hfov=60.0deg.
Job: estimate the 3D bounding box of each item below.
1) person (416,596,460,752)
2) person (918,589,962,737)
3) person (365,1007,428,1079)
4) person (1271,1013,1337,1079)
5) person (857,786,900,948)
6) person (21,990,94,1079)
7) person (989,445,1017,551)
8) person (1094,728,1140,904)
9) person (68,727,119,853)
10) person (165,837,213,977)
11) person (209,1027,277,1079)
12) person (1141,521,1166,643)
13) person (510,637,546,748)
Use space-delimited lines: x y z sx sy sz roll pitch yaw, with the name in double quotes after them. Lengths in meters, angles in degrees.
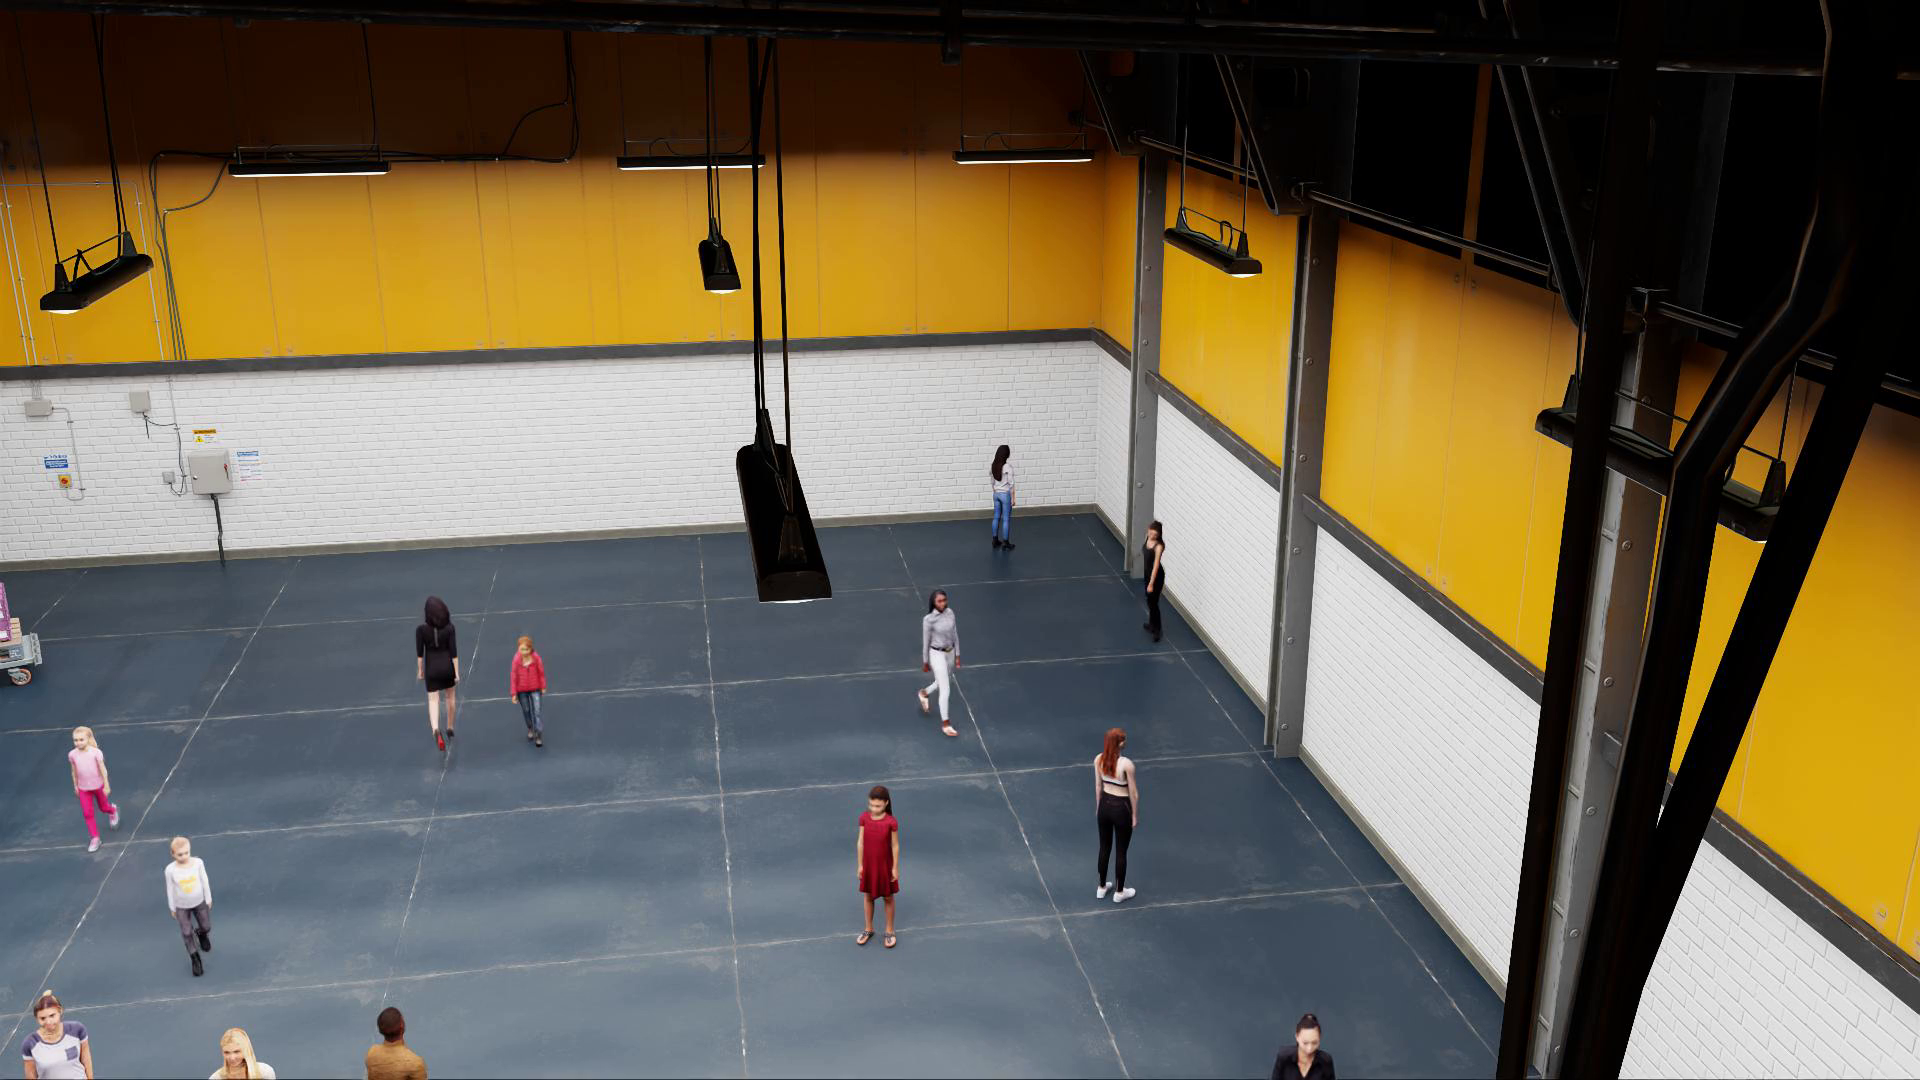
-5.802 1.540 18.564 0.646 1.777 1.046 -5 19 -14 "person"
-0.255 1.362 19.220 0.943 1.695 1.192 -14 23 -36 "person"
-3.794 4.007 11.196 0.909 1.803 1.017 8 20 21 "person"
2.329 3.988 11.457 0.782 1.673 1.067 2 19 5 "person"
-0.728 2.889 14.904 0.639 1.556 0.698 4 19 11 "person"
-6.317 3.925 11.718 0.669 1.625 0.677 -13 23 -34 "person"
0.646 -0.663 25.331 0.645 1.632 0.741 17 25 41 "person"
1.446 2.564 15.580 0.661 1.740 0.720 13 22 33 "person"
-8.703 2.443 16.695 0.483 1.257 0.815 -3 19 -10 "person"
-6.758 3.156 14.565 0.643 1.267 0.774 -12 22 -31 "person"
-4.727 4.044 11.077 0.623 1.809 0.553 -7 20 -19 "person"
2.540 0.486 21.876 0.819 1.660 0.477 0 19 0 "person"
-4.903 1.684 18.903 0.534 1.287 0.847 -4 19 -12 "person"
